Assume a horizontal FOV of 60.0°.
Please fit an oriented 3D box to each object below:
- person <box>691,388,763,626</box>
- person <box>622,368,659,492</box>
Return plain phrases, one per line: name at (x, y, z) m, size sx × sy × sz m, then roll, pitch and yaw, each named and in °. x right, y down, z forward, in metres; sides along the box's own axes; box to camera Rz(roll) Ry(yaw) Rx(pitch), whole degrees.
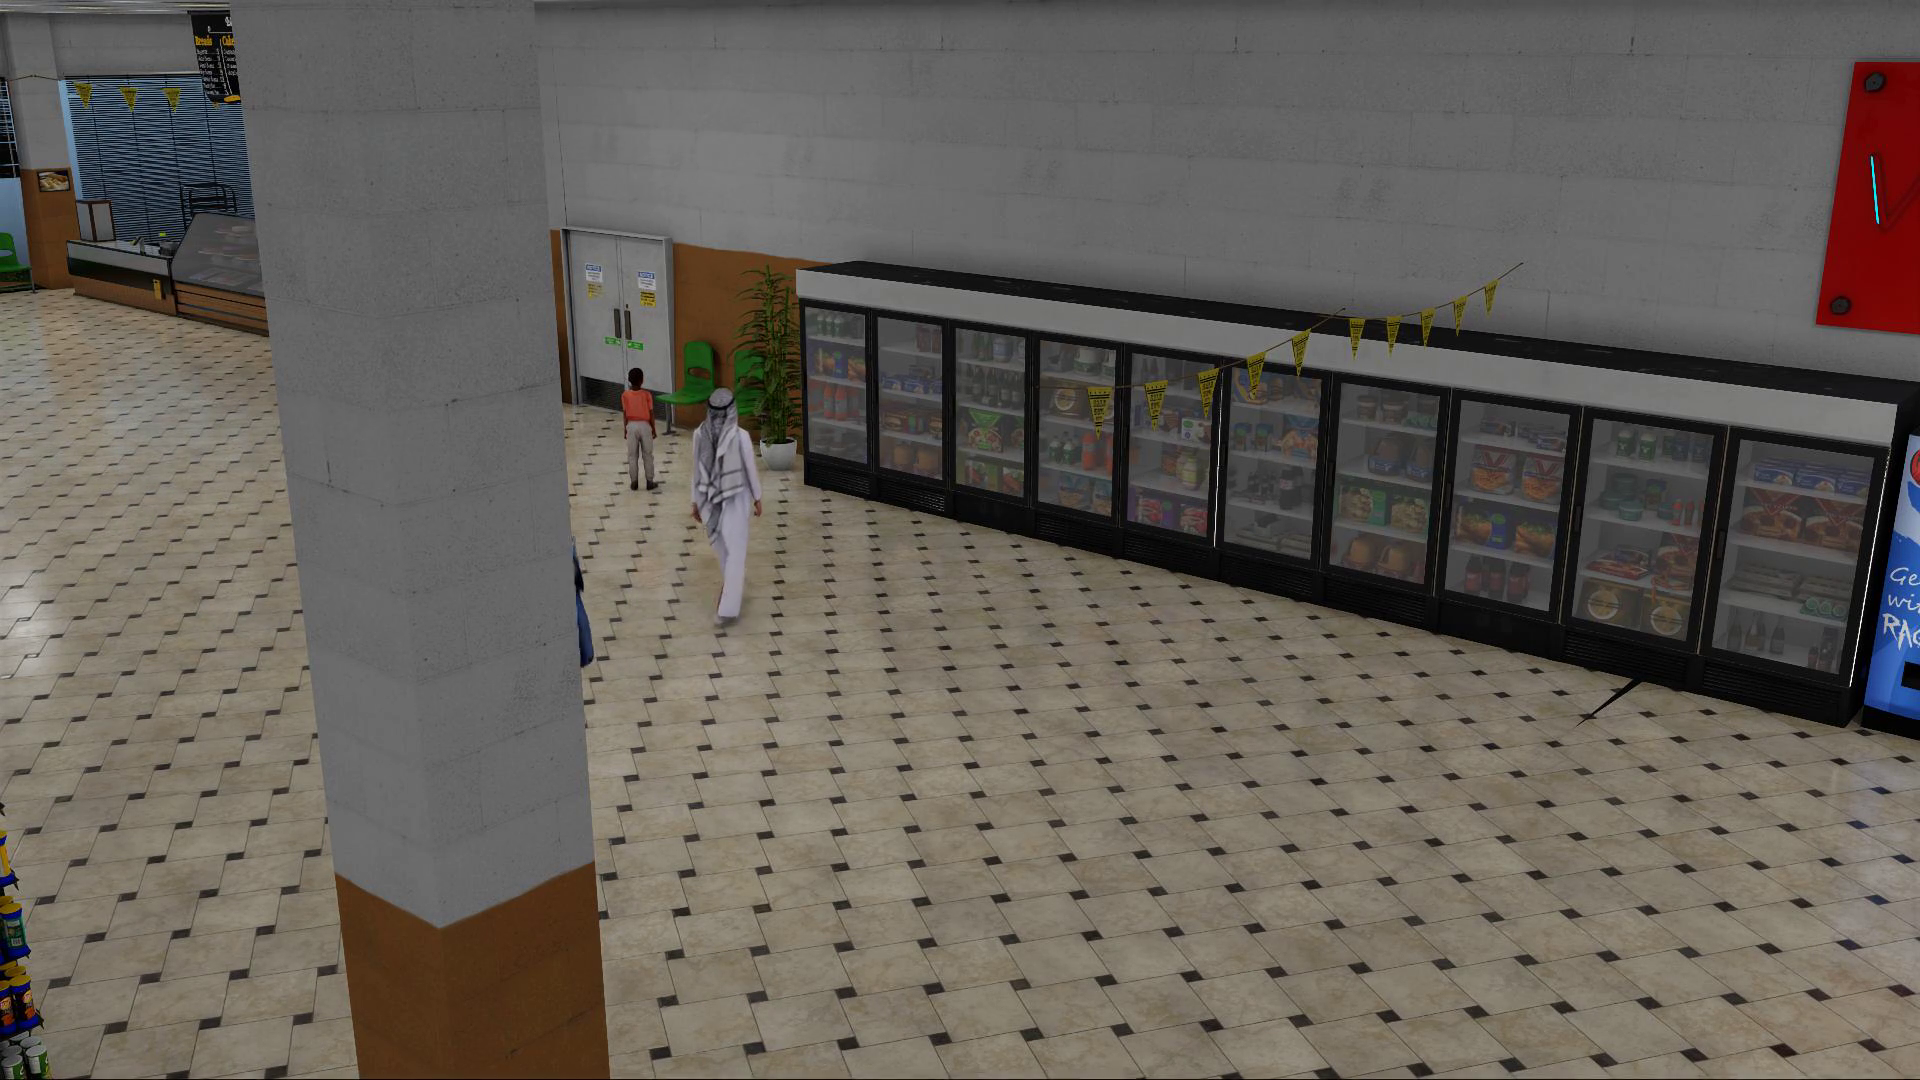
person at (-1.921, -0.244, 13.417) m, size 1.015 × 1.887 × 1.278 m, roll 4°, pitch 17°, yaw 14°
person at (-3.366, -1.166, 17.446) m, size 0.568 × 1.311 × 0.622 m, roll -1°, pitch 17°, yaw -2°
